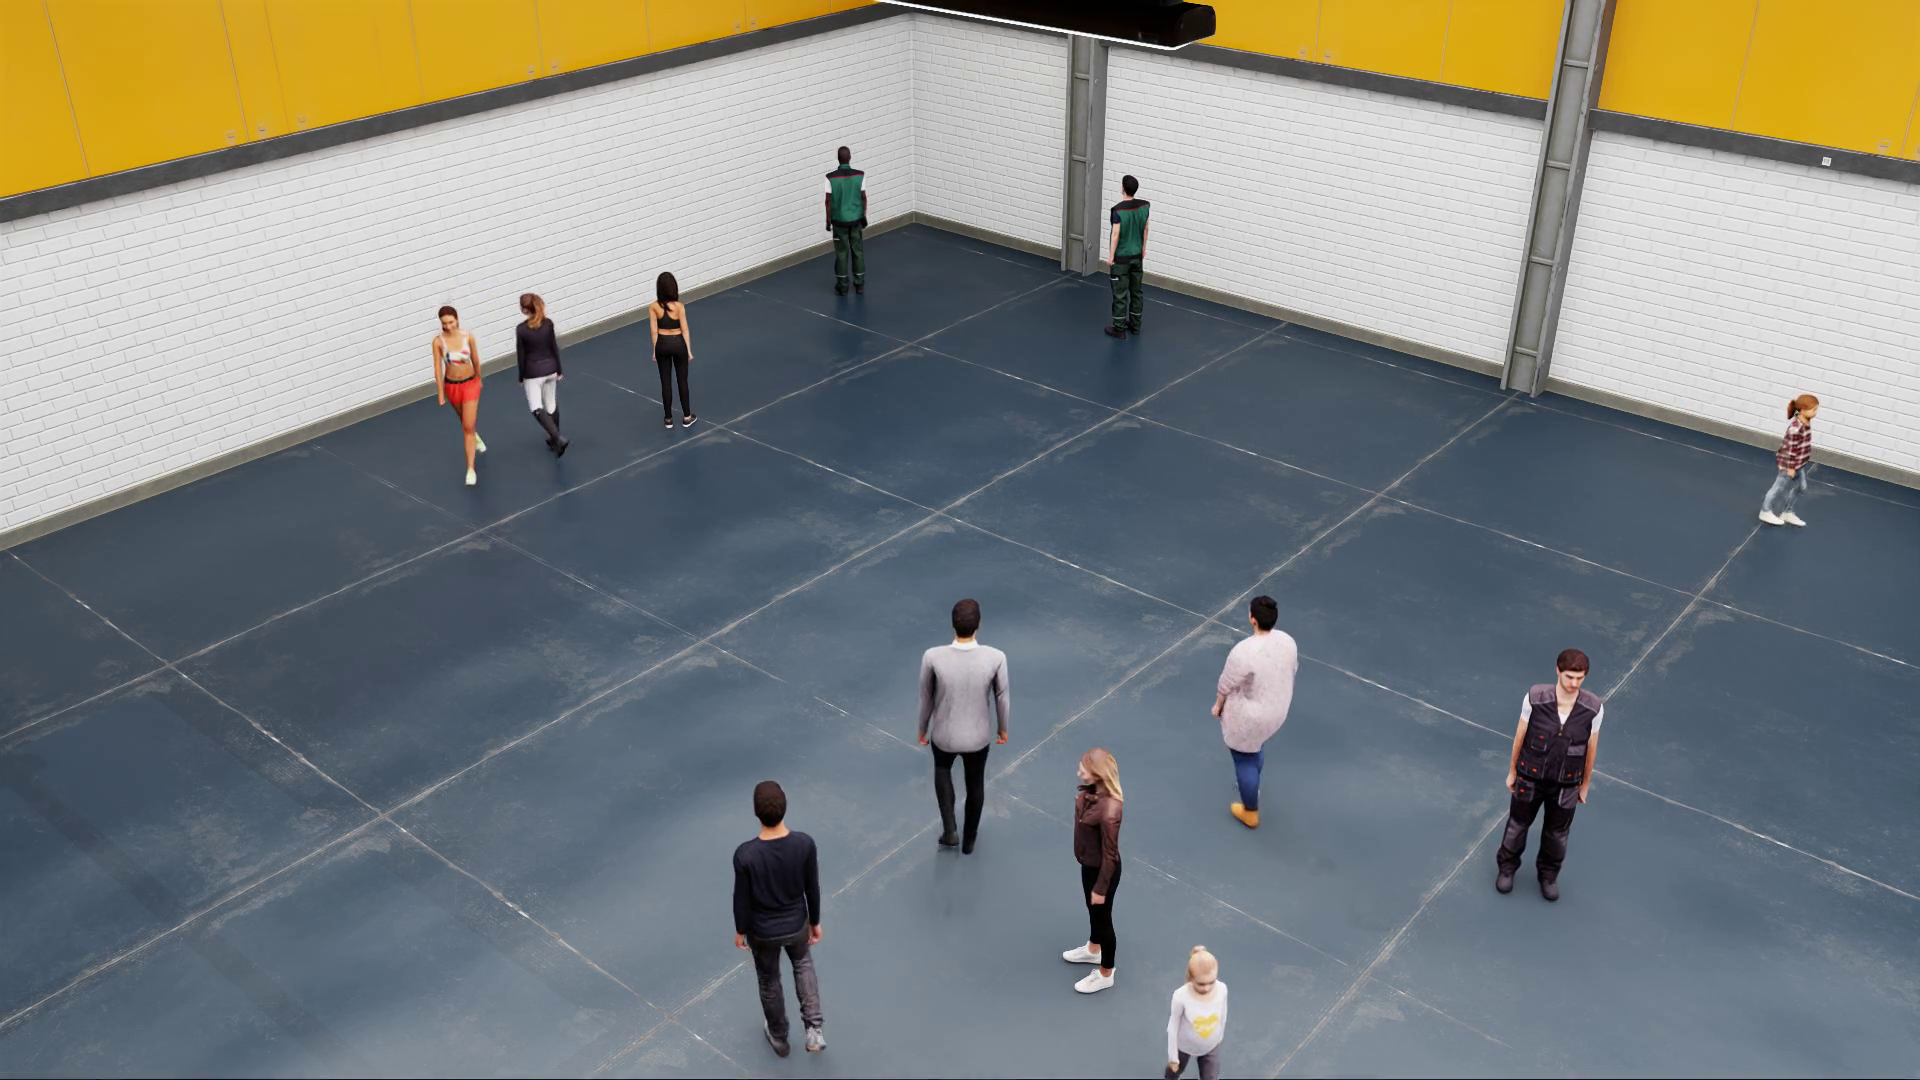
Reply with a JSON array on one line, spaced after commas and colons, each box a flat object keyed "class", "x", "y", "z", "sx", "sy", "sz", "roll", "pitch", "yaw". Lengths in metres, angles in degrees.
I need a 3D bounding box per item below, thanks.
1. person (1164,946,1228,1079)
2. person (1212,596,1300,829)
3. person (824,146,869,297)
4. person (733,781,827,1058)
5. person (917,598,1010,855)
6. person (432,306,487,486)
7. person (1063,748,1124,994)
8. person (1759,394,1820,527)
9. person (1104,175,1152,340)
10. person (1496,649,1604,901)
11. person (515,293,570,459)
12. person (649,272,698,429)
[{"class": "person", "x": 1.237, "y": 2.668, "z": 8.944, "sx": 0.846, "sy": 1.244, "sz": 0.950, "roll": -5, "pitch": 29, "yaw": -9}, {"class": "person", "x": 2.032, "y": 1.178, "z": 11.173, "sx": 0.801, "sy": 1.724, "sz": 0.836, "roll": -16, "pitch": 32, "yaw": -27}, {"class": "person", "x": -1.389, "y": -3.914, "z": 20.390, "sx": 0.780, "sy": 1.838, "sz": 0.792, "roll": -8, "pitch": 30, "yaw": -14}, {"class": "person", "x": -0.978, "y": 2.184, "z": 9.192, "sx": 0.817, "sy": 1.857, "sz": 0.914, "roll": -12, "pitch": 31, "yaw": -21}, {"class": "person", "x": 0.012, "y": 1.283, "z": 10.784, "sx": 0.877, "sy": 1.914, "sz": 0.951, "roll": -1, "pitch": 29, "yaw": -1}, {"class": "person", "x": -4.787, "y": -1.476, "z": 16.045, "sx": 1.076, "sy": 1.719, "sz": 1.248, "roll": -7, "pitch": 29, "yaw": -13}, {"class": "person", "x": 0.825, "y": 1.925, "z": 9.825, "sx": 0.730, "sy": 1.705, "sz": 0.654, "roll": -4, "pitch": 29, "yaw": -8}, {"class": "person", "x": 7.507, "y": -0.745, "z": 15.148, "sx": 0.560, "sy": 1.295, "sz": 0.620, "roll": -25, "pitch": 37, "yaw": -38}, {"class": "person", "x": 1.929, "y": -3.265, "z": 19.136, "sx": 0.749, "sy": 1.900, "sz": 0.705, "roll": -16, "pitch": 32, "yaw": -27}, {"class": "person", "x": 3.721, "y": 1.474, "z": 10.507, "sx": 0.673, "sy": 1.843, "sz": 0.799, "roll": 8, "pitch": 30, "yaw": 14}, {"class": "person", "x": -4.068, "y": -1.559, "z": 16.197, "sx": 0.683, "sy": 1.719, "sz": 0.987, "roll": -20, "pitch": 34, "yaw": -32}, {"class": "person", "x": -2.948, "y": -1.936, "z": 16.972, "sx": 0.628, "sy": 1.637, "sz": 0.701, "roll": -1, "pitch": 29, "yaw": -1}]
